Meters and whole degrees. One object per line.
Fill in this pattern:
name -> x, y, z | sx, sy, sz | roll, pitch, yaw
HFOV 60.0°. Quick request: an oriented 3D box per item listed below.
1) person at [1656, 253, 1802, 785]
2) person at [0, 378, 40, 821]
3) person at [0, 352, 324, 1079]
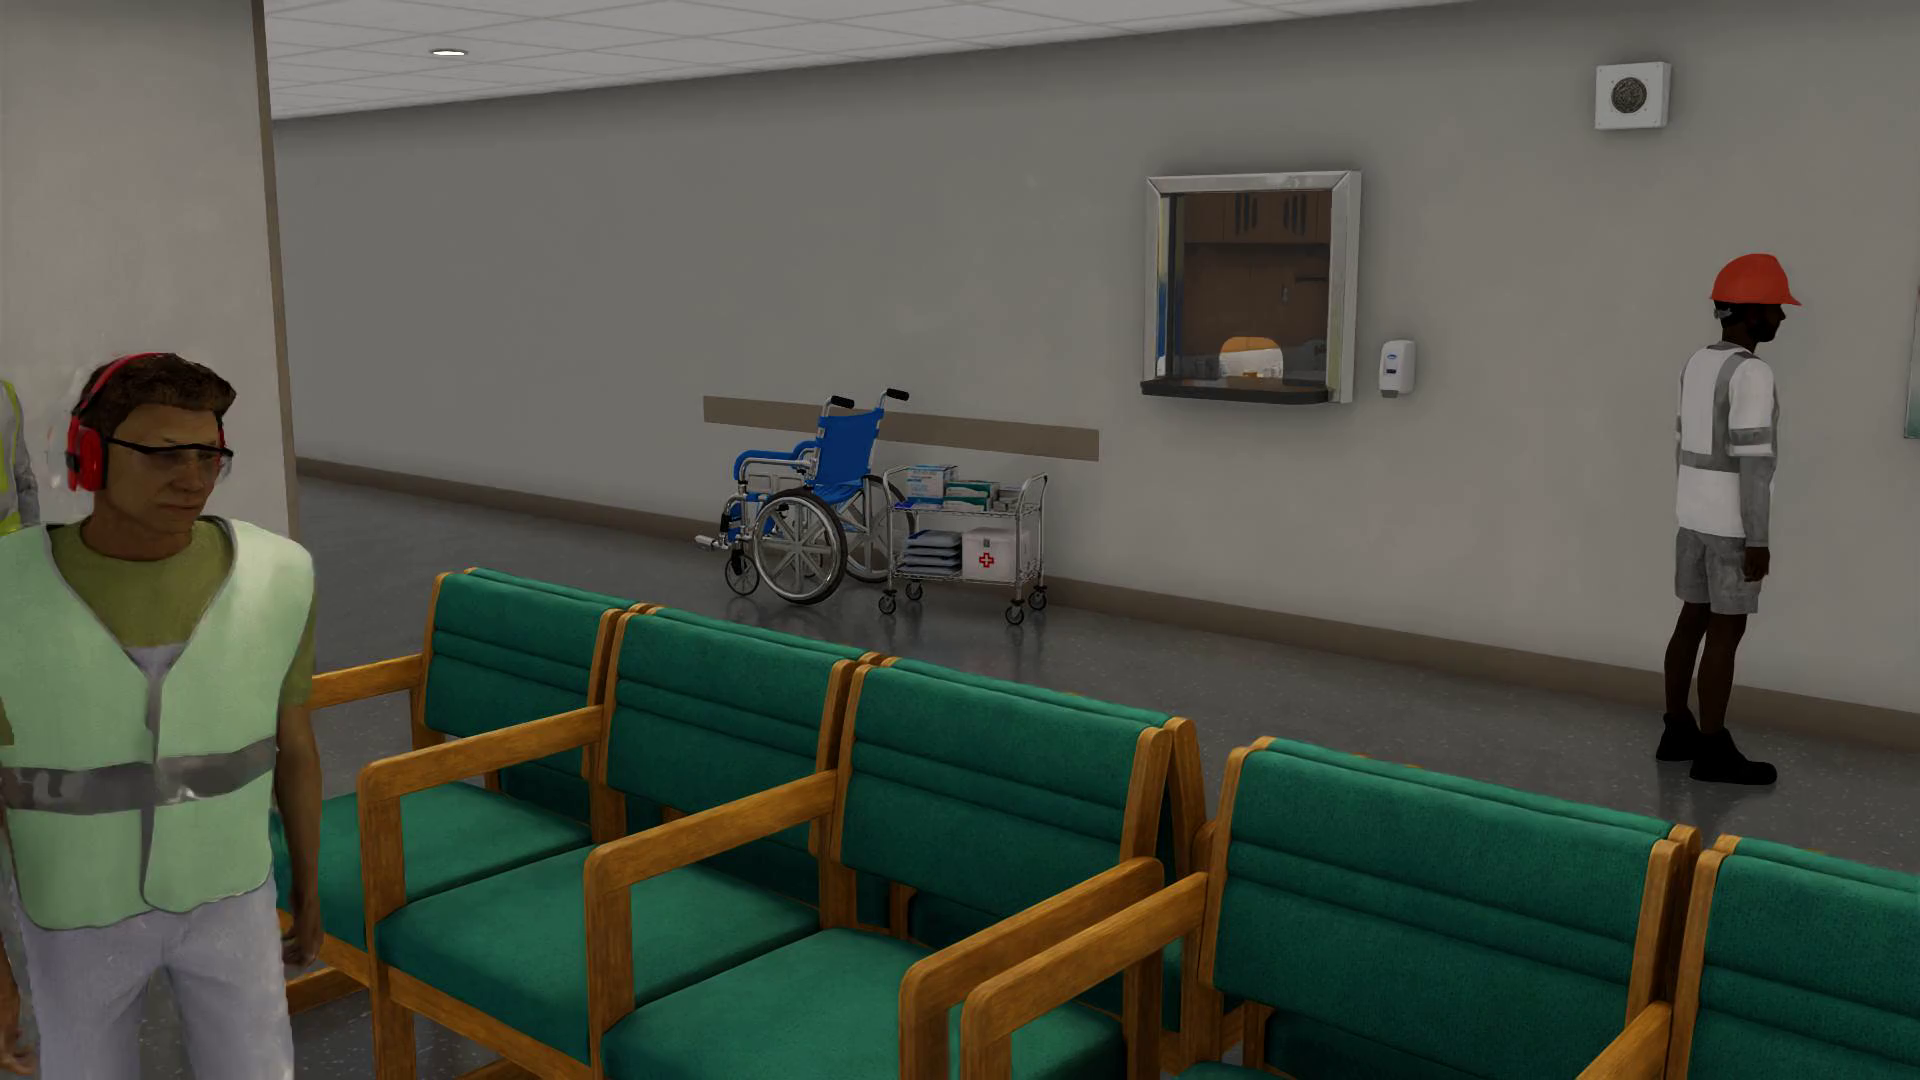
person -> 2.840, -0.075, 6.137 | 0.358, 1.938, 0.548 | -1, 10, -3
person -> -3.296, 0.105, 5.423 | 0.429, 1.836, 0.632 | 6, 12, 32
person -> -1.308, 0.604, 2.690 | 0.578, 1.807, 0.658 | -7, 12, -36
